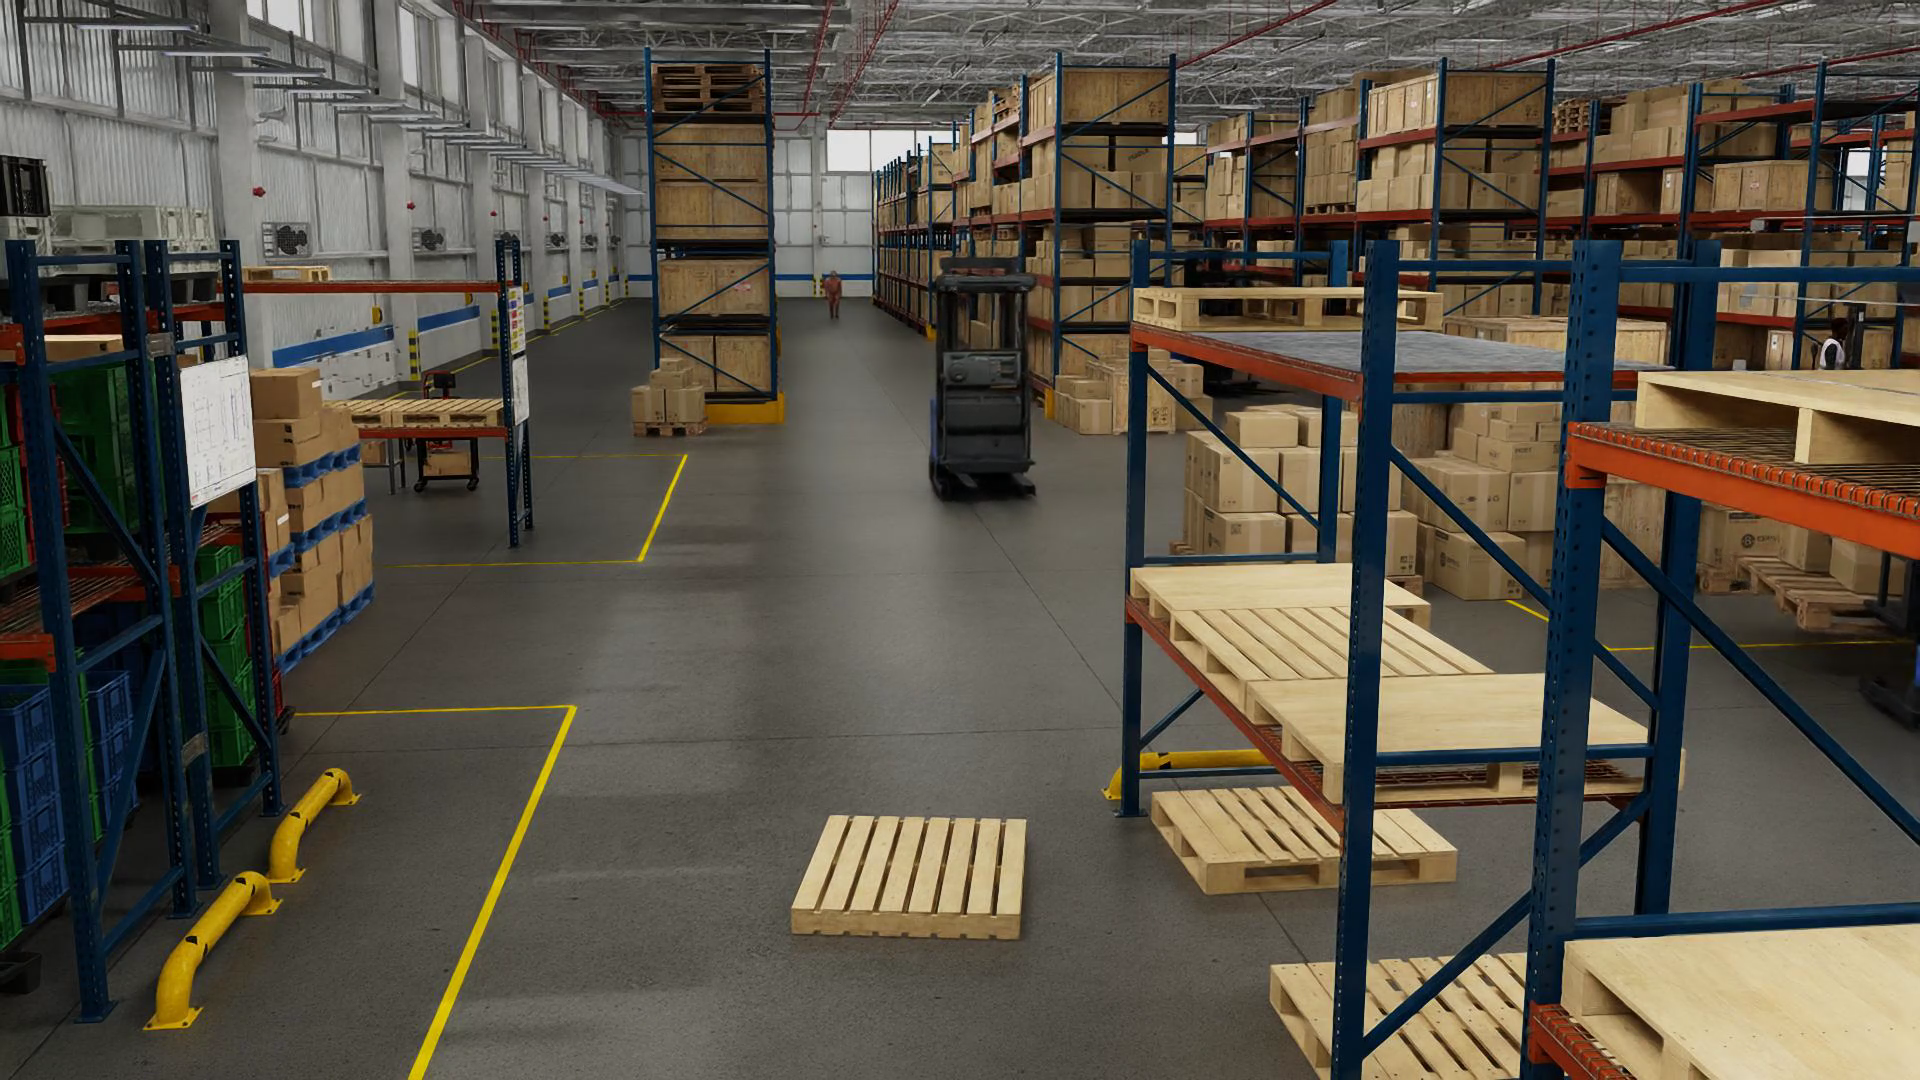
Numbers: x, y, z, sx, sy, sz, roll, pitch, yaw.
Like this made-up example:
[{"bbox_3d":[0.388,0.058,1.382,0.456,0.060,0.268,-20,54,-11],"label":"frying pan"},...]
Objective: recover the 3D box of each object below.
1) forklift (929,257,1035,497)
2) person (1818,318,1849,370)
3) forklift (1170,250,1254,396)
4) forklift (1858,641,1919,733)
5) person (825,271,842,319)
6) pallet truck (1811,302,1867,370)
[{"bbox_3d":[0.220,-2.031,20.189,1.129,2.768,1.873,-1,10,-6],"label":"forklift"},{"bbox_3d":[12.727,-2.295,24.351,0.385,1.911,0.592,6,12,29],"label":"person"},{"bbox_3d":[4.772,-4.334,32.947,1.129,2.768,1.873,-10,14,-44],"label":"forklift"},{"bbox_3d":[6.370,-0.166,9.855,1.129,2.768,1.873,2,10,11],"label":"forklift"},{"bbox_3d":[-4.879,-9.455,64.167,0.666,1.865,1.007,-2,10,-9],"label":"person"},{"bbox_3d":[15.846,-3.142,28.793,1.885,1.965,0.823,2,10,12],"label":"pallet truck"}]
